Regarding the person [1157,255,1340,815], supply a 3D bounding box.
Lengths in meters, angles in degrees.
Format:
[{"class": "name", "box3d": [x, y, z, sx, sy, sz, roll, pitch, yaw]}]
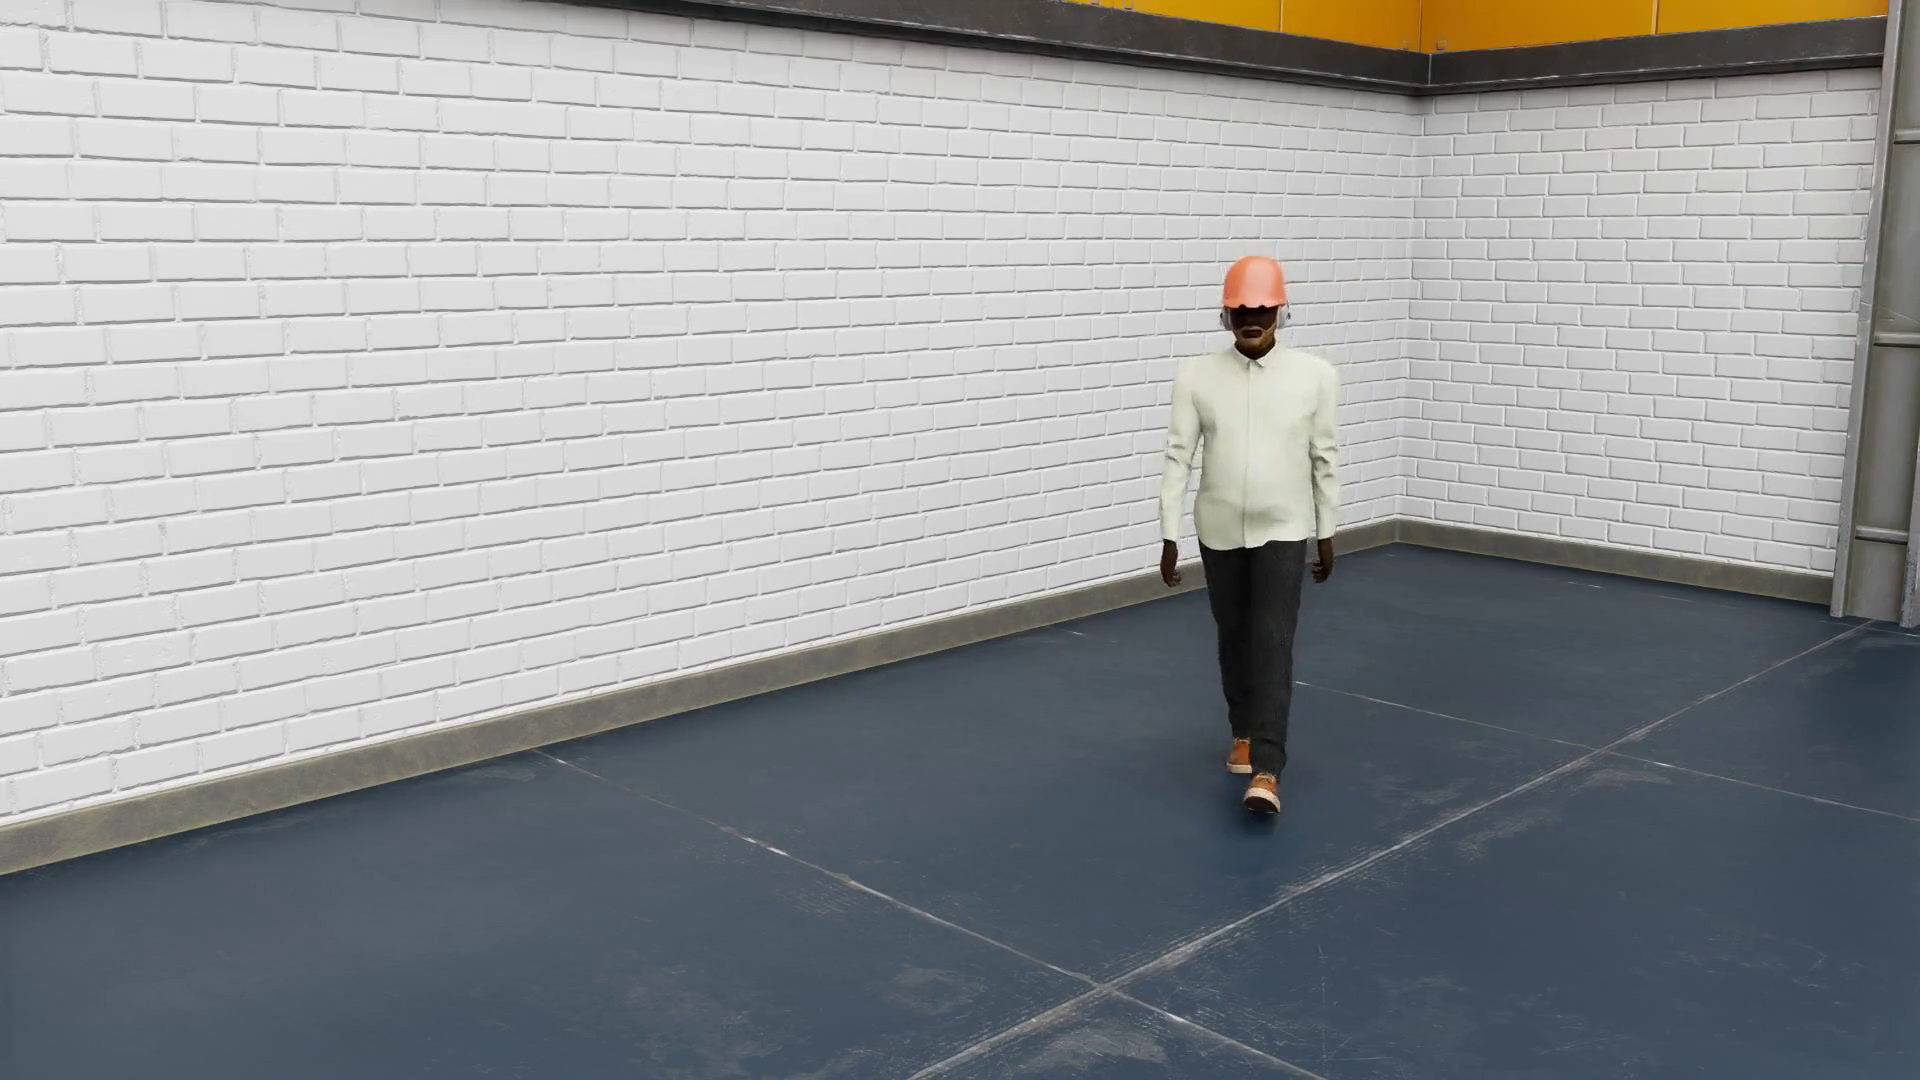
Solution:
[{"class": "person", "box3d": [1.014, -0.024, 5.930, 0.643, 1.939, 1.011, 3, 11, 14]}]
